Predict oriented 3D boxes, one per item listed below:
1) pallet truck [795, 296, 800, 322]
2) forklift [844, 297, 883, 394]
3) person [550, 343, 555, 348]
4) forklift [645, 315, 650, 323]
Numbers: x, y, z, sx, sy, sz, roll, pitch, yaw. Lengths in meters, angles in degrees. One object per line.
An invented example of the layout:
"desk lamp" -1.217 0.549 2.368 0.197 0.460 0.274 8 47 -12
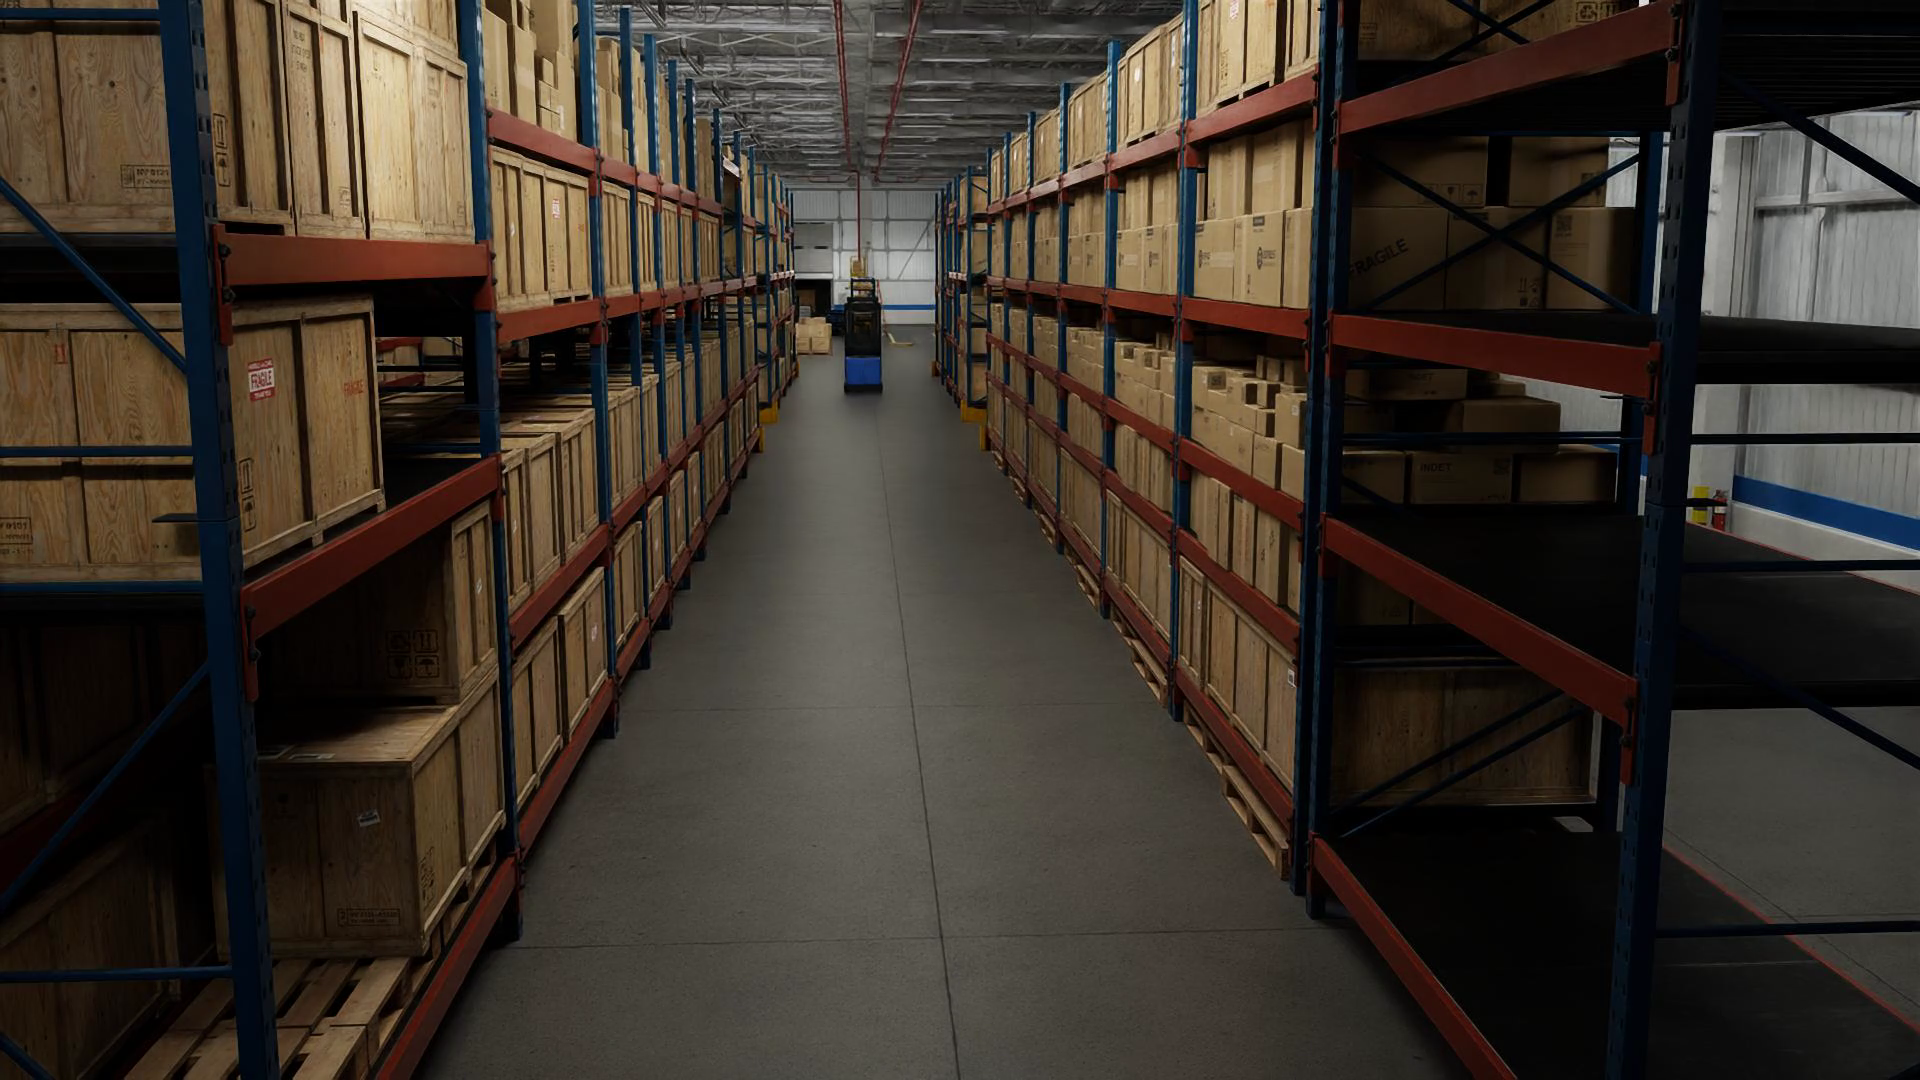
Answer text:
"pallet truck" -8.622 -12.439 91.403 1.885 1.965 0.823 2 10 13
"forklift" -2.832 -5.700 48.519 1.129 2.768 1.873 -1 10 -4
"person" -10.500 -4.268 42.563 0.618 2.017 0.869 0 10 -3
"forklift" -10.076 -6.283 52.001 1.129 2.768 1.873 -1 10 -3
